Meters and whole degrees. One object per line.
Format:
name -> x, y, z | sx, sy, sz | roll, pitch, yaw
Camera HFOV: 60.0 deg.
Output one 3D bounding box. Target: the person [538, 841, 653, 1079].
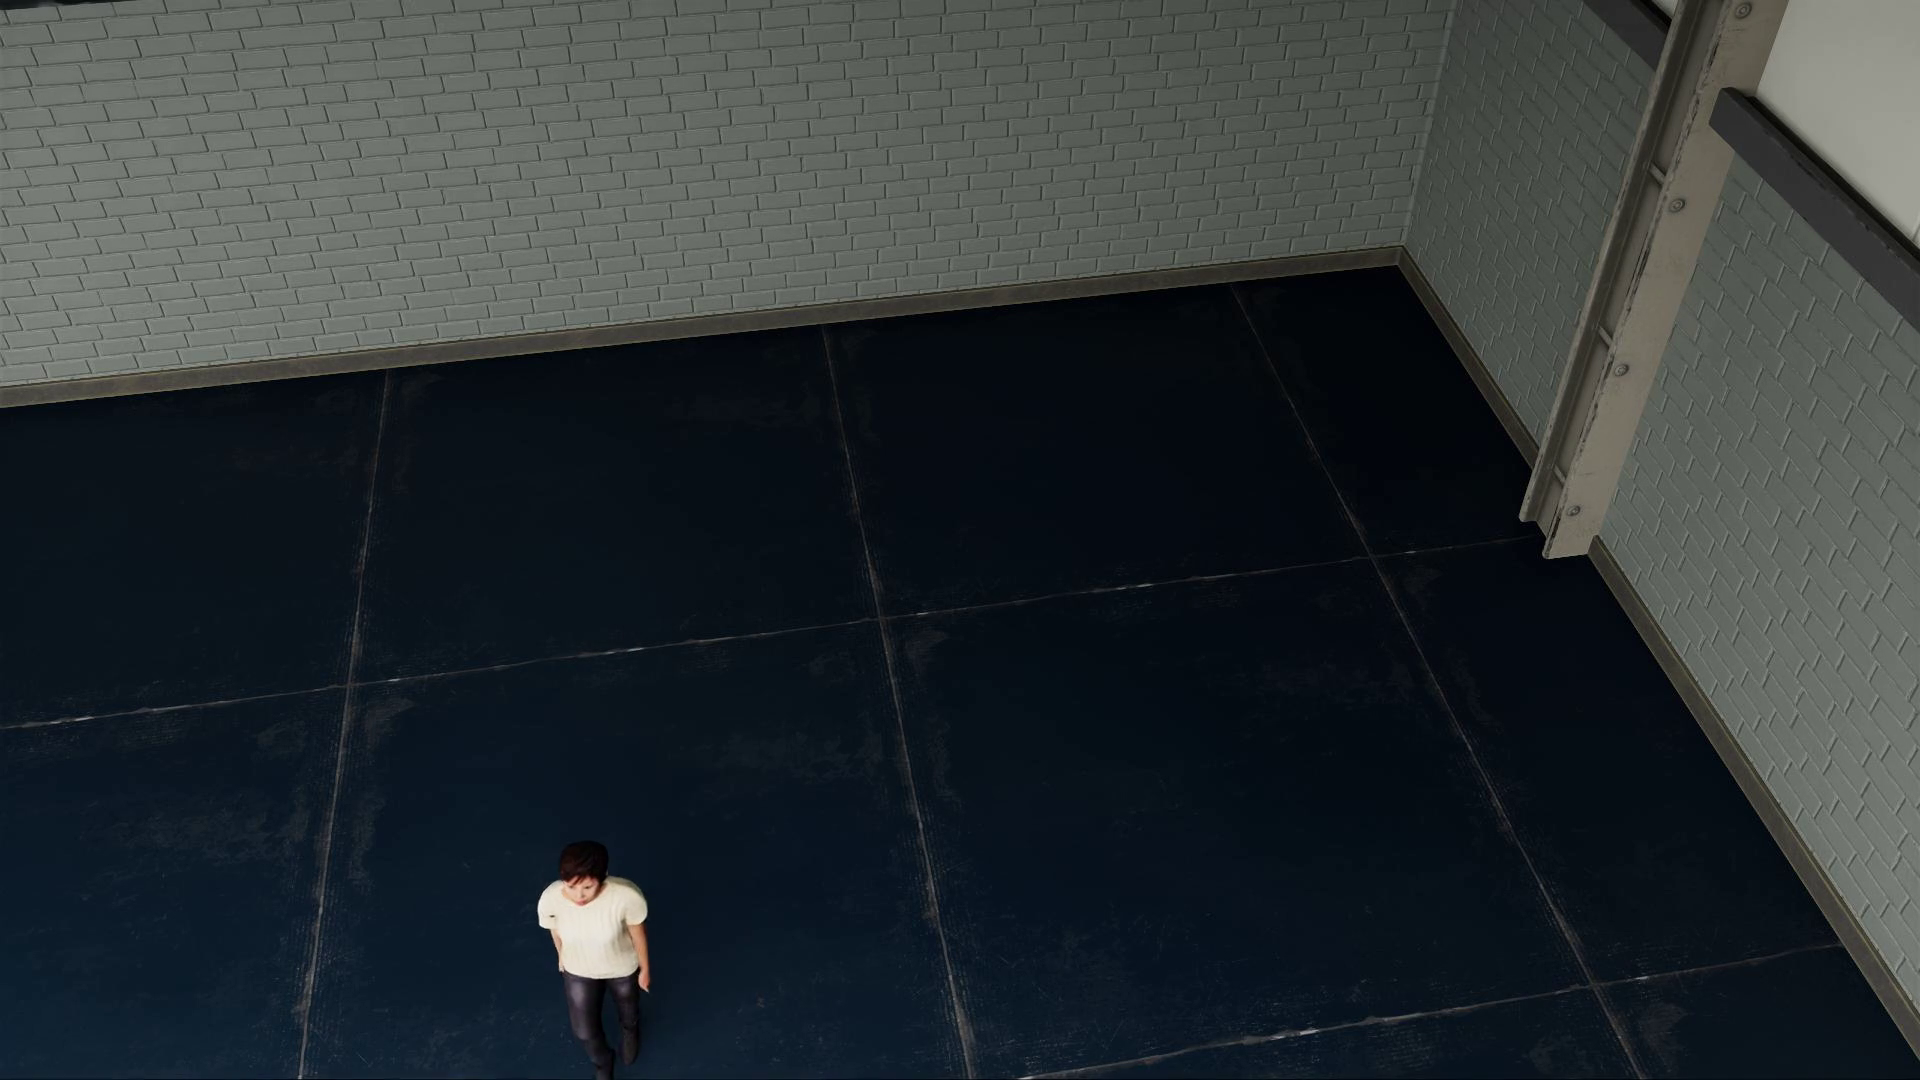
person -> -1.527, 1.754, 7.135 | 0.624, 1.574, 0.640 | -4, 43, -4
